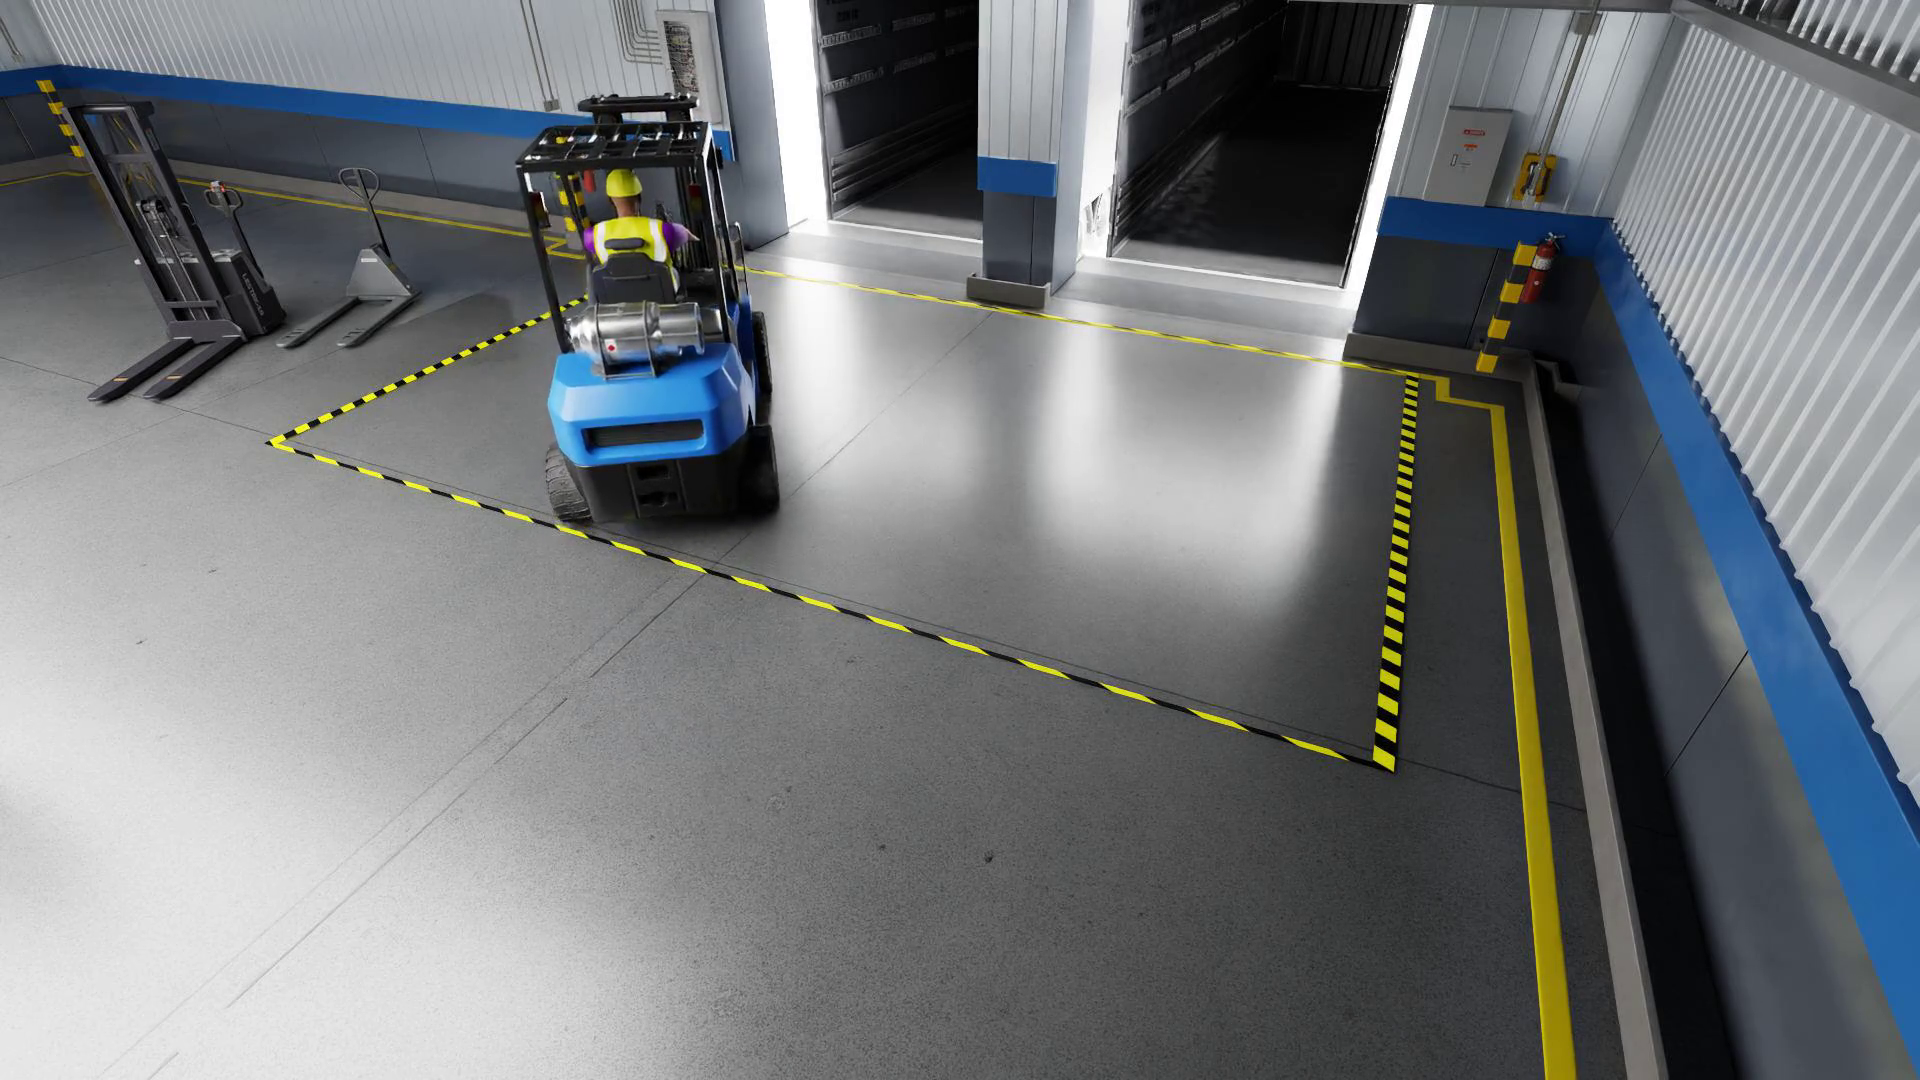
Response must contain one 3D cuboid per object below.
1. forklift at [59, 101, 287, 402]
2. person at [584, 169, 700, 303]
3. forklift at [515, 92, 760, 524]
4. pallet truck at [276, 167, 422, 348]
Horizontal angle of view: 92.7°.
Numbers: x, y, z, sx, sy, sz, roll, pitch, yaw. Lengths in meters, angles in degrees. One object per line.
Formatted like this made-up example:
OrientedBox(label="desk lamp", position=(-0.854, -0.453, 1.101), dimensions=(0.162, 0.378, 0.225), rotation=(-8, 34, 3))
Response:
OrientedBox(label="forklift", position=(-6.686, -2.387, 7.434), dimensions=(0.823, 1.965, 1.885), rotation=(-3, 35, -5))
OrientedBox(label="person", position=(-2.036, -1.841, 6.017), dimensions=(0.635, 1.293, 1.004), rotation=(-6, 35, -8))
OrientedBox(label="forklift", position=(-2.033, -1.654, 6.075), dimensions=(1.157, 2.036, 2.680), rotation=(-6, 35, -8))
OrientedBox(label="pallet truck", position=(-5.732, -2.611, 8.414), dimensions=(0.680, 1.201, 1.601), rotation=(-1, 35, -1))
